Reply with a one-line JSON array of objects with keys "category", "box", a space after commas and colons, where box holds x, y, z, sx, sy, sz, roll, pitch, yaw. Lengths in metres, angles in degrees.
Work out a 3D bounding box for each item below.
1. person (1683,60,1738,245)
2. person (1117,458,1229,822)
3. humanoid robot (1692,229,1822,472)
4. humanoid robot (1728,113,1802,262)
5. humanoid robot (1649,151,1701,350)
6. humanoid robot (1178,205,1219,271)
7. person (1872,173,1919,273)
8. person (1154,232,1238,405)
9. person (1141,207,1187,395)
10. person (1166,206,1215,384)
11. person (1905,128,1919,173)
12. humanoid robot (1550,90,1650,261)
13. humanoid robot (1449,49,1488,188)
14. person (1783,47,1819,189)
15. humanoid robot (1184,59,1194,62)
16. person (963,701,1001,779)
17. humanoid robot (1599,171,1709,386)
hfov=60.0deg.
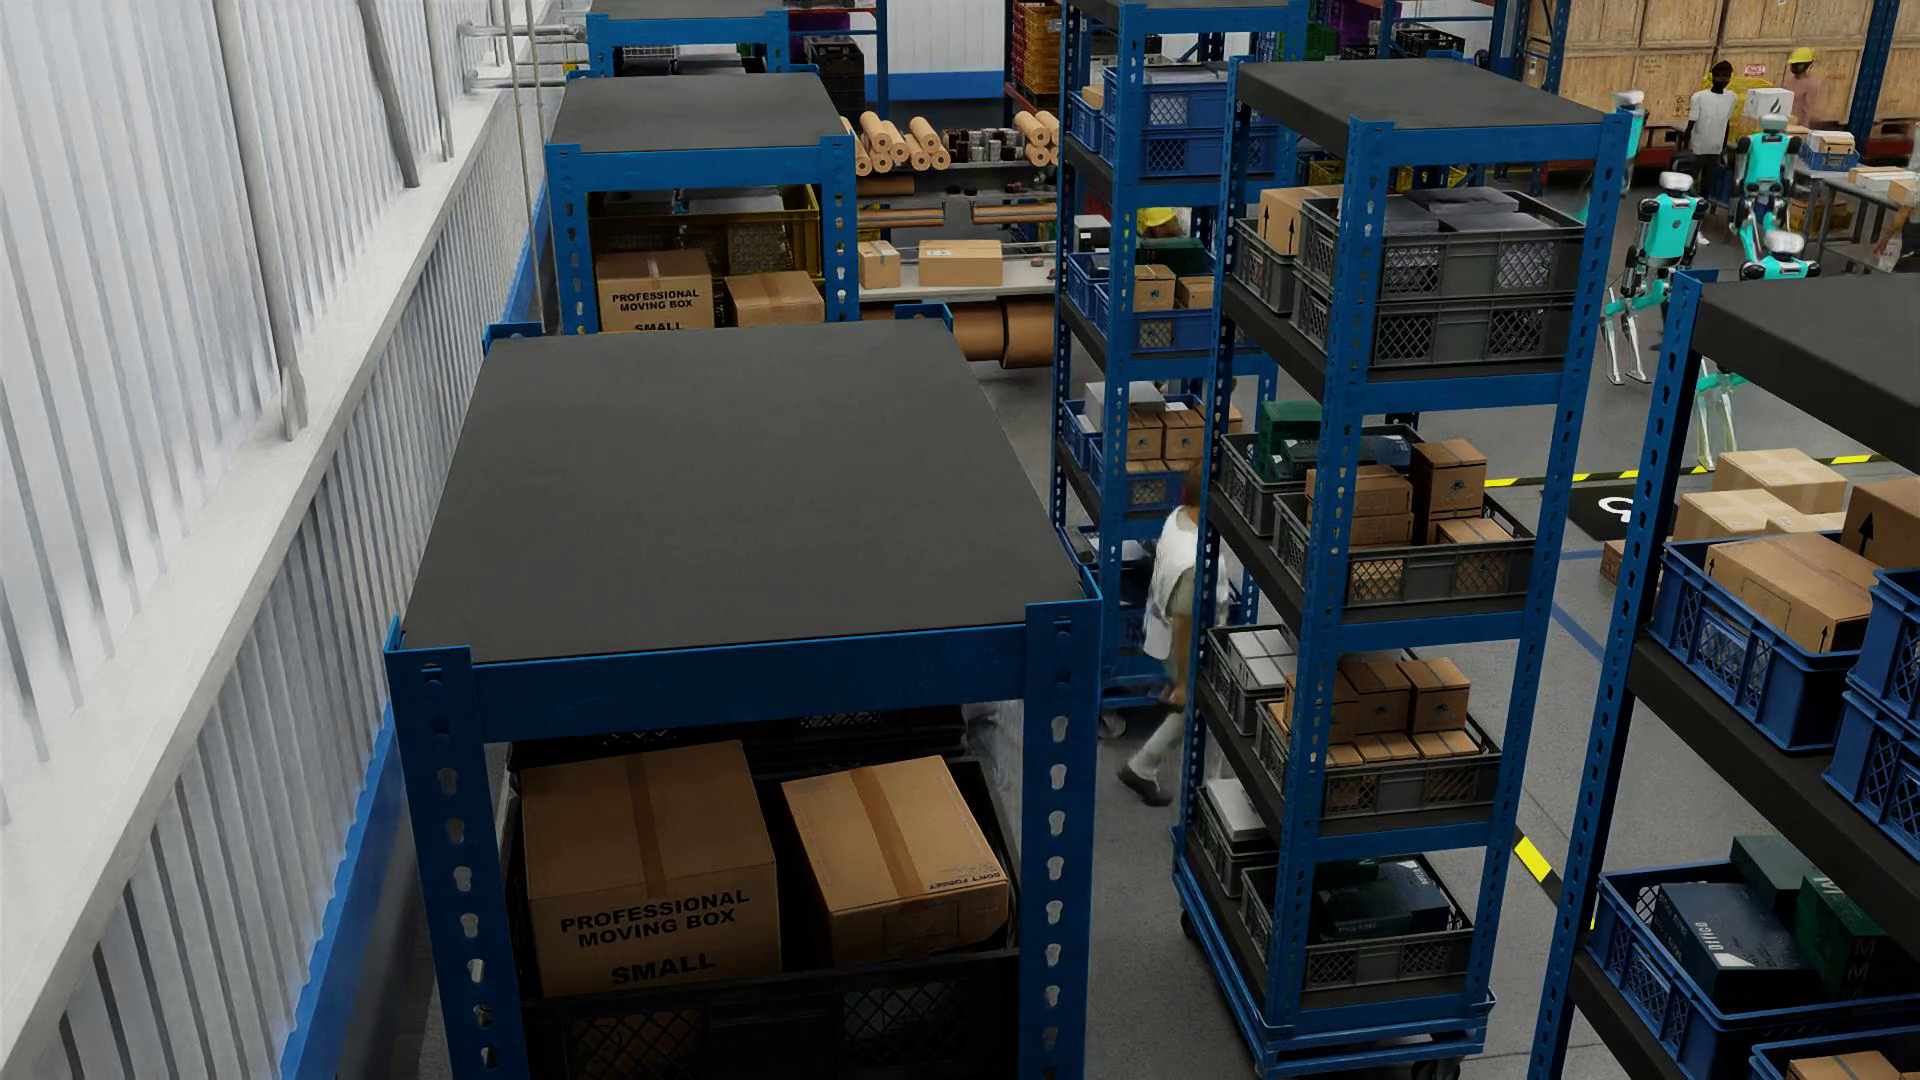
[{"category": "person", "box": [7.594, -3.933, 16.939, 0.530, 1.864, 0.309, -4, 25, -9]}, {"category": "person", "box": [1.016, 0.495, 7.365, 0.548, 1.813, 0.579, 1, 25, 3]}, {"category": "humanoid robot", "box": [5.264, -1.305, 11.224, 0.533, 1.673, 0.735, -4, 25, -8]}, {"category": "humanoid robot", "box": [7.055, -2.744, 14.568, 0.538, 1.837, 0.884, 3, 25, 7]}, {"category": "humanoid robot", "box": [6.013, -2.413, 13.866, 0.411, 1.646, 0.587, 10, 27, 21]}, {"category": "humanoid robot", "box": [1.923, -2.355, 13.739, 0.606, 1.647, 0.458, 16, 29, 31]}, {"category": "person", "box": [7.872, -2.498, 13.857, 0.523, 1.829, 0.660, -12, 27, -24]}, {"category": "person", "box": [1.535, -1.099, 10.799, 0.587, 1.847, 0.397, -3, 25, -7]}, {"category": "person", "box": [1.501, -1.680, 12.238, 0.493, 1.685, 0.882, -2, 25, -4]}, {"category": "person", "box": [1.647, -1.834, 12.399, 0.613, 1.841, 0.556, -20, 31, -37]}, {"category": "person", "box": [9.124, -3.219, 15.439, 0.643, 1.817, 0.589, -3, 25, -7]}, {"category": "humanoid robot", "box": [6.139, -3.440, 16.147, 0.545, 1.885, 0.784, -17, 30, -33]}, {"category": "humanoid robot", "box": [5.797, -4.693, 18.797, 0.599, 1.657, 0.315, -4, 25, -8]}, {"category": "person", "box": [9.397, -4.649, 18.665, 0.902, 1.727, 0.531, -9, 26, -19]}, {"category": "humanoid robot", "box": [2.426, -4.467, 18.344, 0.655, 1.634, 0.585, 0, 25, 0]}, {"category": "person", "box": [-0.058, 0.608, 6.938, 0.625, 1.974, 1.068, -8, 26, -17]}, {"category": "humanoid robot", "box": [5.260, -2.049, 12.835, 0.533, 1.677, 0.735, -4, 25, -8]}]
